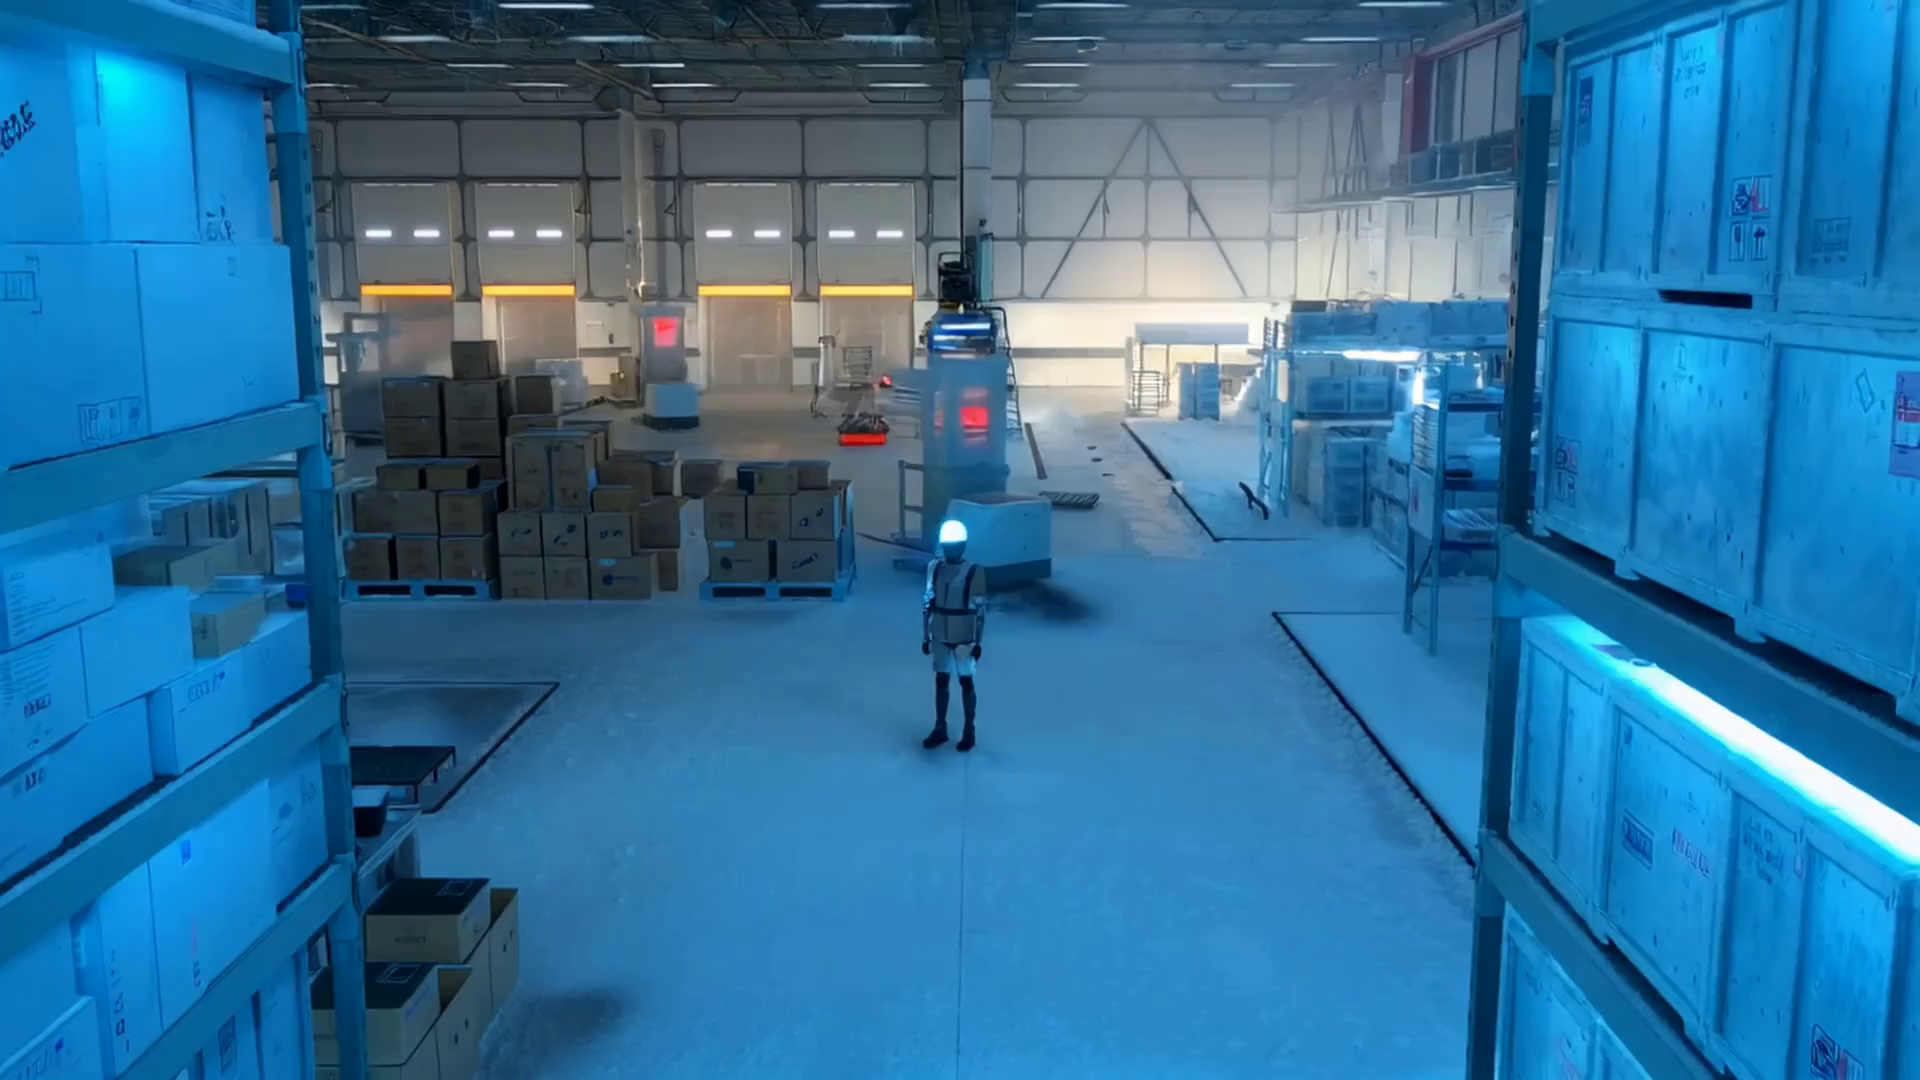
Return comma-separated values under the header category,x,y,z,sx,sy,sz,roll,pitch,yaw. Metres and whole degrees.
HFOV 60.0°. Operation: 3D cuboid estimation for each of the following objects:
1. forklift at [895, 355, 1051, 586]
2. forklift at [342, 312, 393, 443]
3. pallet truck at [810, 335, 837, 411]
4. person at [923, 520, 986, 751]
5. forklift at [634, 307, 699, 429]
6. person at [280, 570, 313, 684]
category,x,y,z,sx,sy,sz,roll,pitch,yaw
forklift,0.180,-0.927,21.049,1.129,2.768,1.873,-8,13,-39
forklift,-12.964,-3.605,36.499,1.129,2.768,1.873,0,10,1
pallet truck,-3.021,-4.312,43.126,1.885,1.965,0.823,3,10,17
person,-0.062,0.791,13.844,0.549,1.942,0.347,4,11,24
forklift,-6.959,-4.092,39.311,1.129,2.768,1.873,-5,11,-25
person,-4.452,1.187,11.402,0.385,1.993,0.623,-9,13,-43
